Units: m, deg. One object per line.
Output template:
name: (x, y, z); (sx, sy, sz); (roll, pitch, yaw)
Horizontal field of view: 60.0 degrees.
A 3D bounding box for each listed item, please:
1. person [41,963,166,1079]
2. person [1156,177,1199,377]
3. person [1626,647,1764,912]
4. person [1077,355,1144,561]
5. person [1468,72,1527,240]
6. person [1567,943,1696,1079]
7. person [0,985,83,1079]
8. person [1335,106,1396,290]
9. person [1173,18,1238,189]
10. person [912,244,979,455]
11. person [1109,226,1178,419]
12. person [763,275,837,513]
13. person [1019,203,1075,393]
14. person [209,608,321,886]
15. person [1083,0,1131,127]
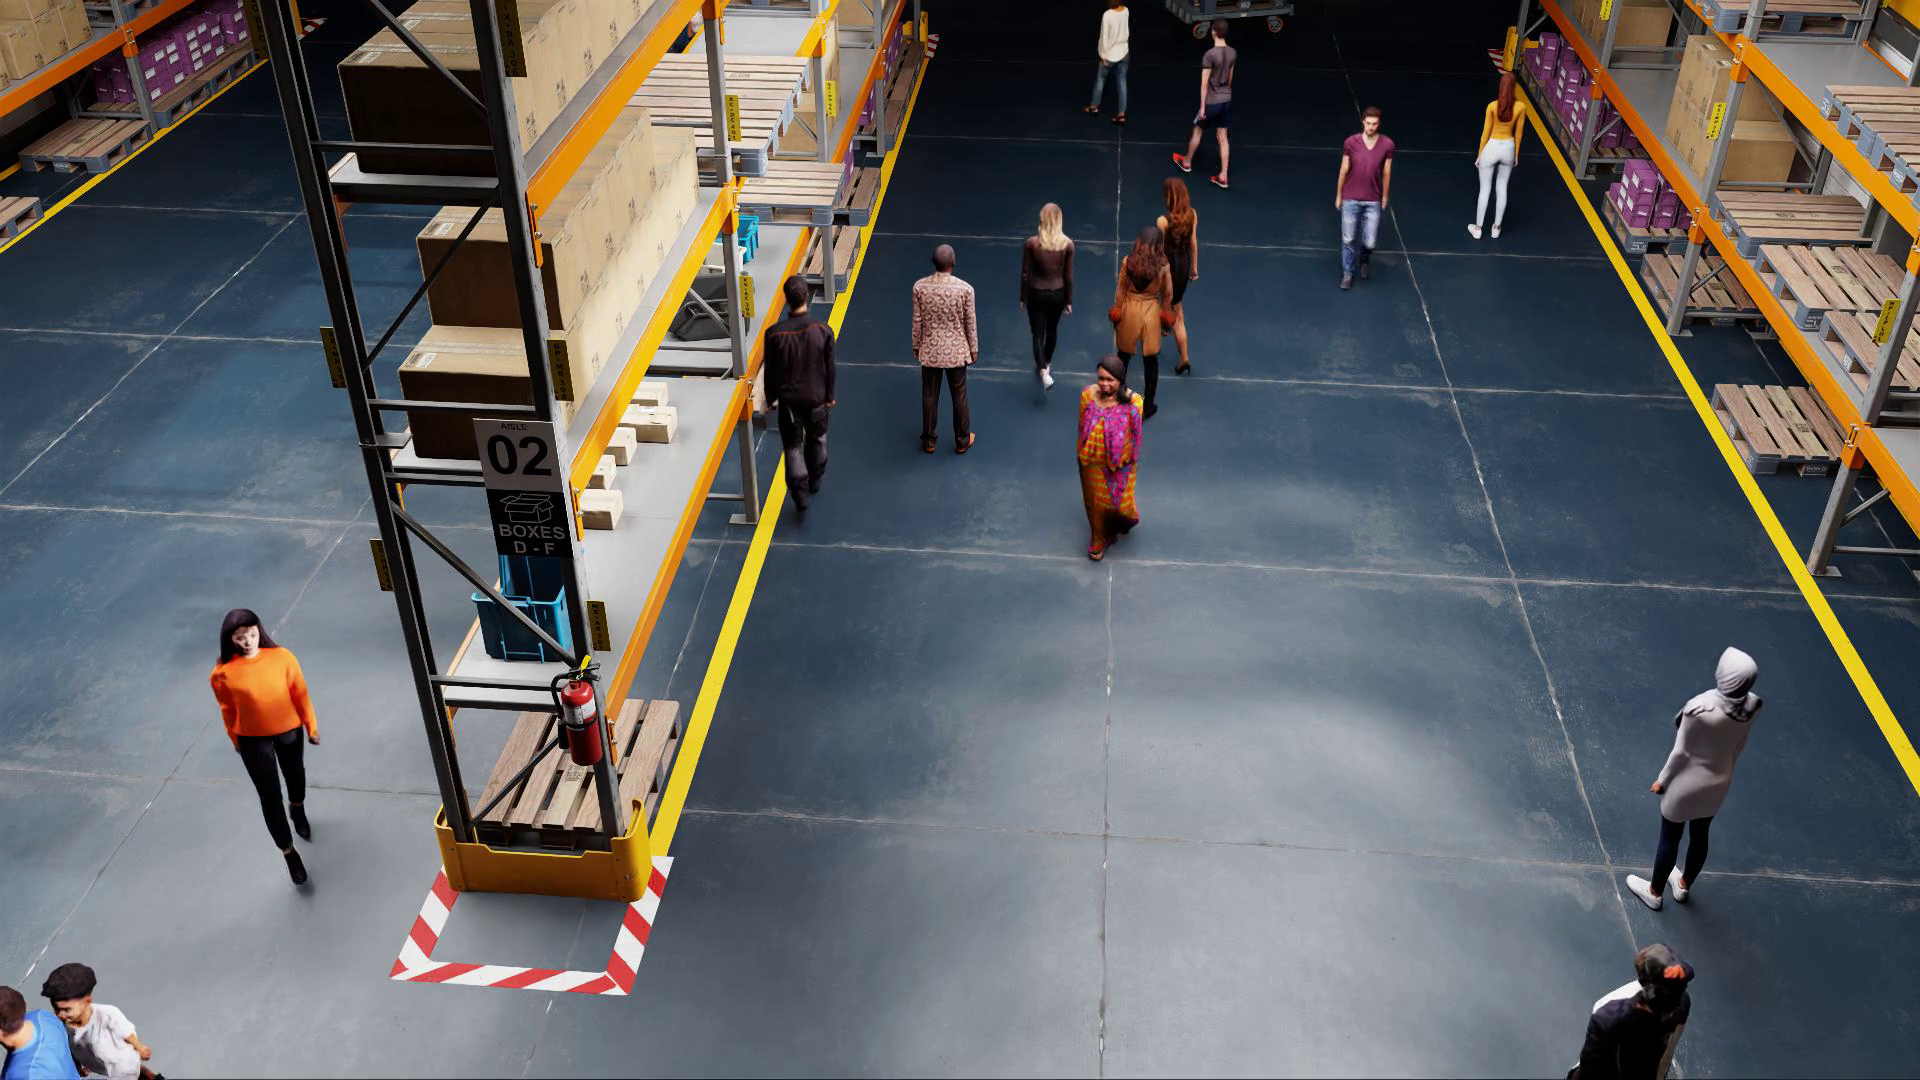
person: (-4.091, 2.452, 8.071); (0.475, 1.215, 0.846); (3, 34, 5)
person: (1.935, -2.263, 14.629); (0.915, 1.809, 1.029); (-20, 39, -27)
person: (4.107, 1.339, 9.240); (0.666, 1.775, 0.624); (-7, 34, -10)
person: (1.117, -0.658, 12.344); (0.758, 1.664, 0.883); (11, 35, 17)
person: (5.592, -3.994, 17.287); (0.594, 1.748, 0.523); (1, 34, 2)
person: (2.891, 2.442, 7.491); (1.000, 1.874, 1.140); (-15, 36, -21)
person: (-3.798, 2.600, 7.272); (0.741, 1.853, 0.627); (-4, 34, -7)
person: (3.942, -3.381, 16.286); (0.723, 1.836, 0.781); (9, 35, 14)
person: (2.892, -4.801, 18.439); (1.049, 1.817, 1.196); (-18, 38, -25)
person: (-0.132, -1.545, 13.550); (0.690, 1.807, 0.575); (4, 34, 6)
person: (1.545, -1.821, 14.055); (0.743, 1.708, 0.644); (2, 34, 3)
person: (-1.217, -1.080, 12.745); (0.884, 1.924, 1.127); (-6, 34, -8)
person: (0.755, -2.062, 14.444); (0.720, 1.679, 1.030); (0, 34, 1)
person: (-4.008, 1.090, 9.662); (0.936, 1.723, 1.050); (-17, 37, -24)
person: (1.928, -5.845, 20.153); (0.914, 1.659, 1.010); (-20, 38, -27)
